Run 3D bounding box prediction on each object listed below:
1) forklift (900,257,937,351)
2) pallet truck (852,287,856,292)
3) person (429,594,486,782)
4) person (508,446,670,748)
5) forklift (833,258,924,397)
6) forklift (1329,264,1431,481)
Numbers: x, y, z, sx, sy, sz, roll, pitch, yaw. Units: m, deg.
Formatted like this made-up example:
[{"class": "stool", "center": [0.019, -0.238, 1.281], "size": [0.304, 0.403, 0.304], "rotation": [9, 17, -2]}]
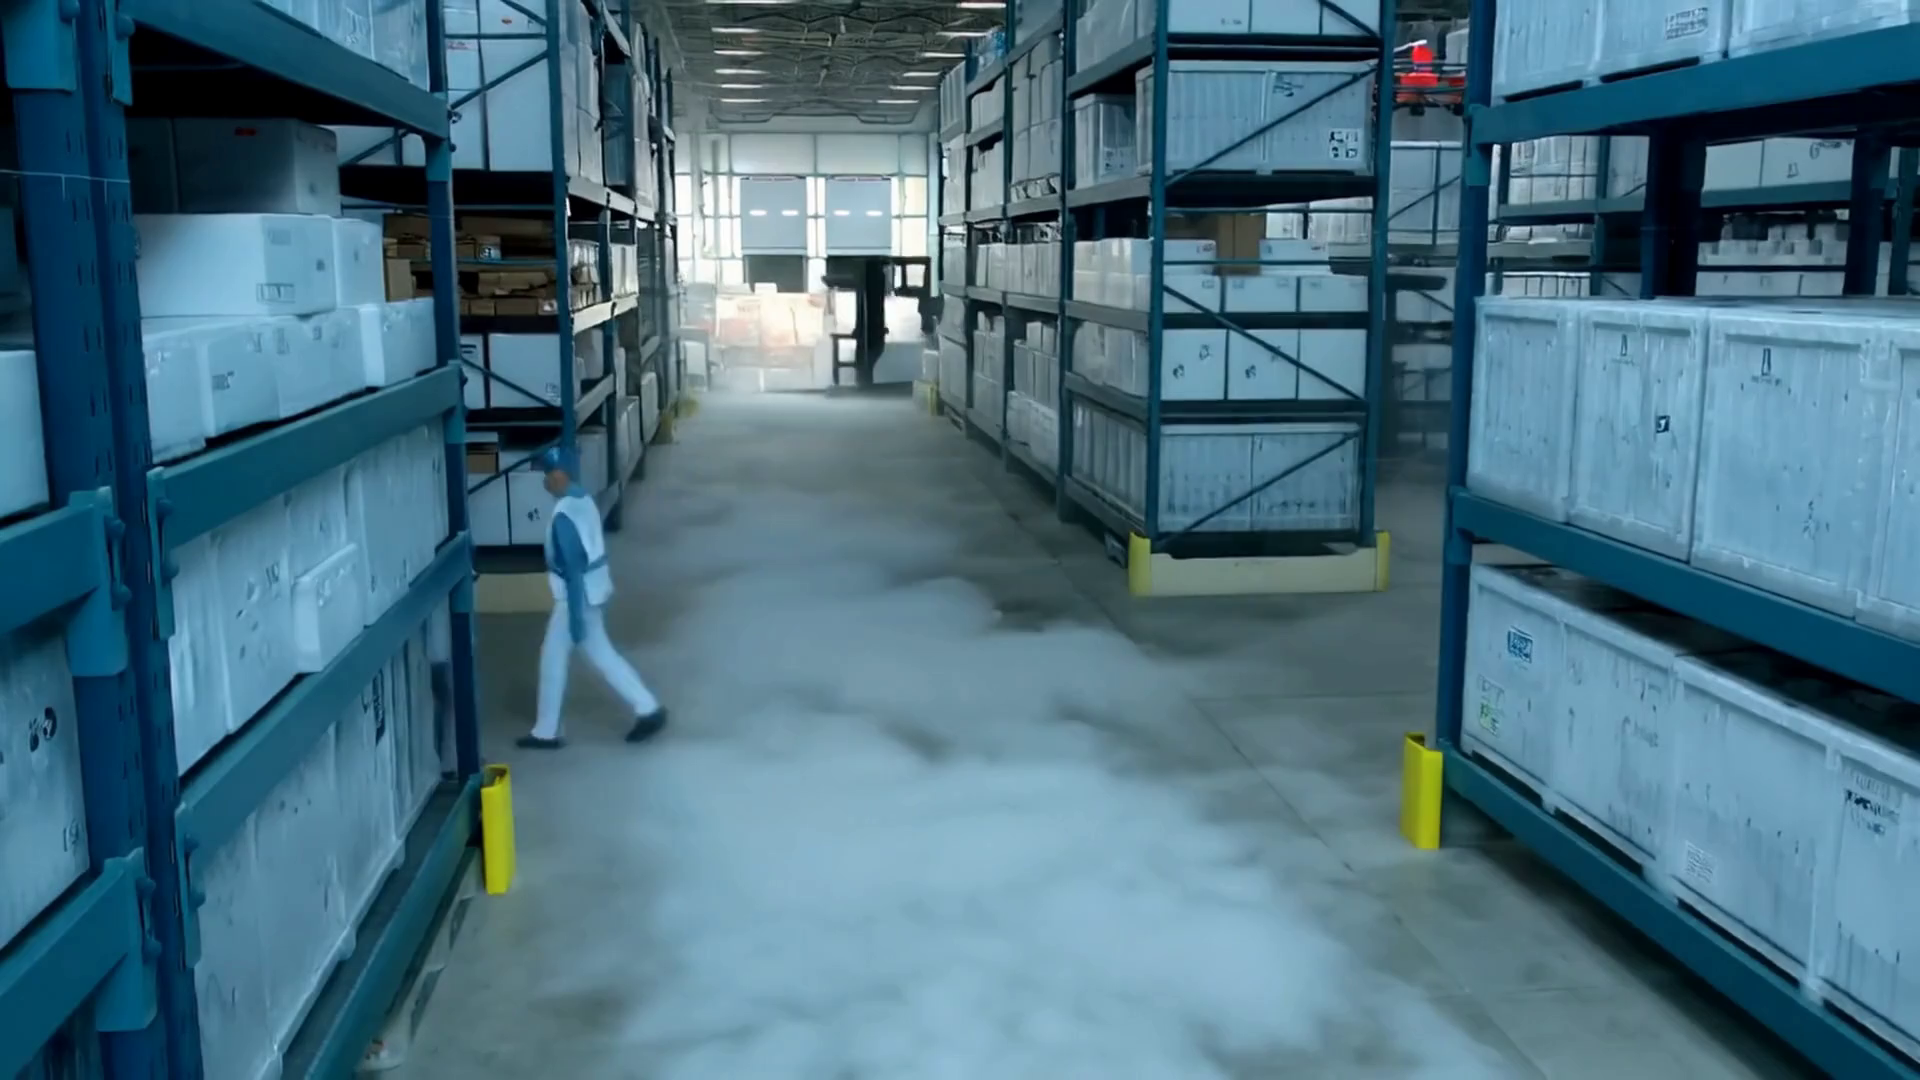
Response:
[{"class": "forklift", "center": [-1.358, -7.151, 50.199], "size": [1.129, 2.768, 1.873], "rotation": [2, 10, 10]}, {"class": "pallet truck", "center": [-3.782, -9.391, 65.808], "size": [1.885, 1.965, 0.823], "rotation": [2, 10, 10]}, {"class": "person", "center": [-2.813, 0.565, 8.938], "size": [0.360, 1.619, 0.533], "rotation": [0, 10, -2]}, {"class": "person", "center": [-2.176, 0.343, 9.735], "size": [0.901, 1.810, 0.607], "rotation": [0, 10, 0]}, {"class": "forklift", "center": [-1.699, -4.355, 33.920], "size": [1.873, 2.768, 1.129], "rotation": [-1, 10, -7]}, {"class": "forklift", "center": [4.977, -2.179, 21.250], "size": [1.873, 2.768, 1.129], "rotation": [-1, 10, -4]}]
